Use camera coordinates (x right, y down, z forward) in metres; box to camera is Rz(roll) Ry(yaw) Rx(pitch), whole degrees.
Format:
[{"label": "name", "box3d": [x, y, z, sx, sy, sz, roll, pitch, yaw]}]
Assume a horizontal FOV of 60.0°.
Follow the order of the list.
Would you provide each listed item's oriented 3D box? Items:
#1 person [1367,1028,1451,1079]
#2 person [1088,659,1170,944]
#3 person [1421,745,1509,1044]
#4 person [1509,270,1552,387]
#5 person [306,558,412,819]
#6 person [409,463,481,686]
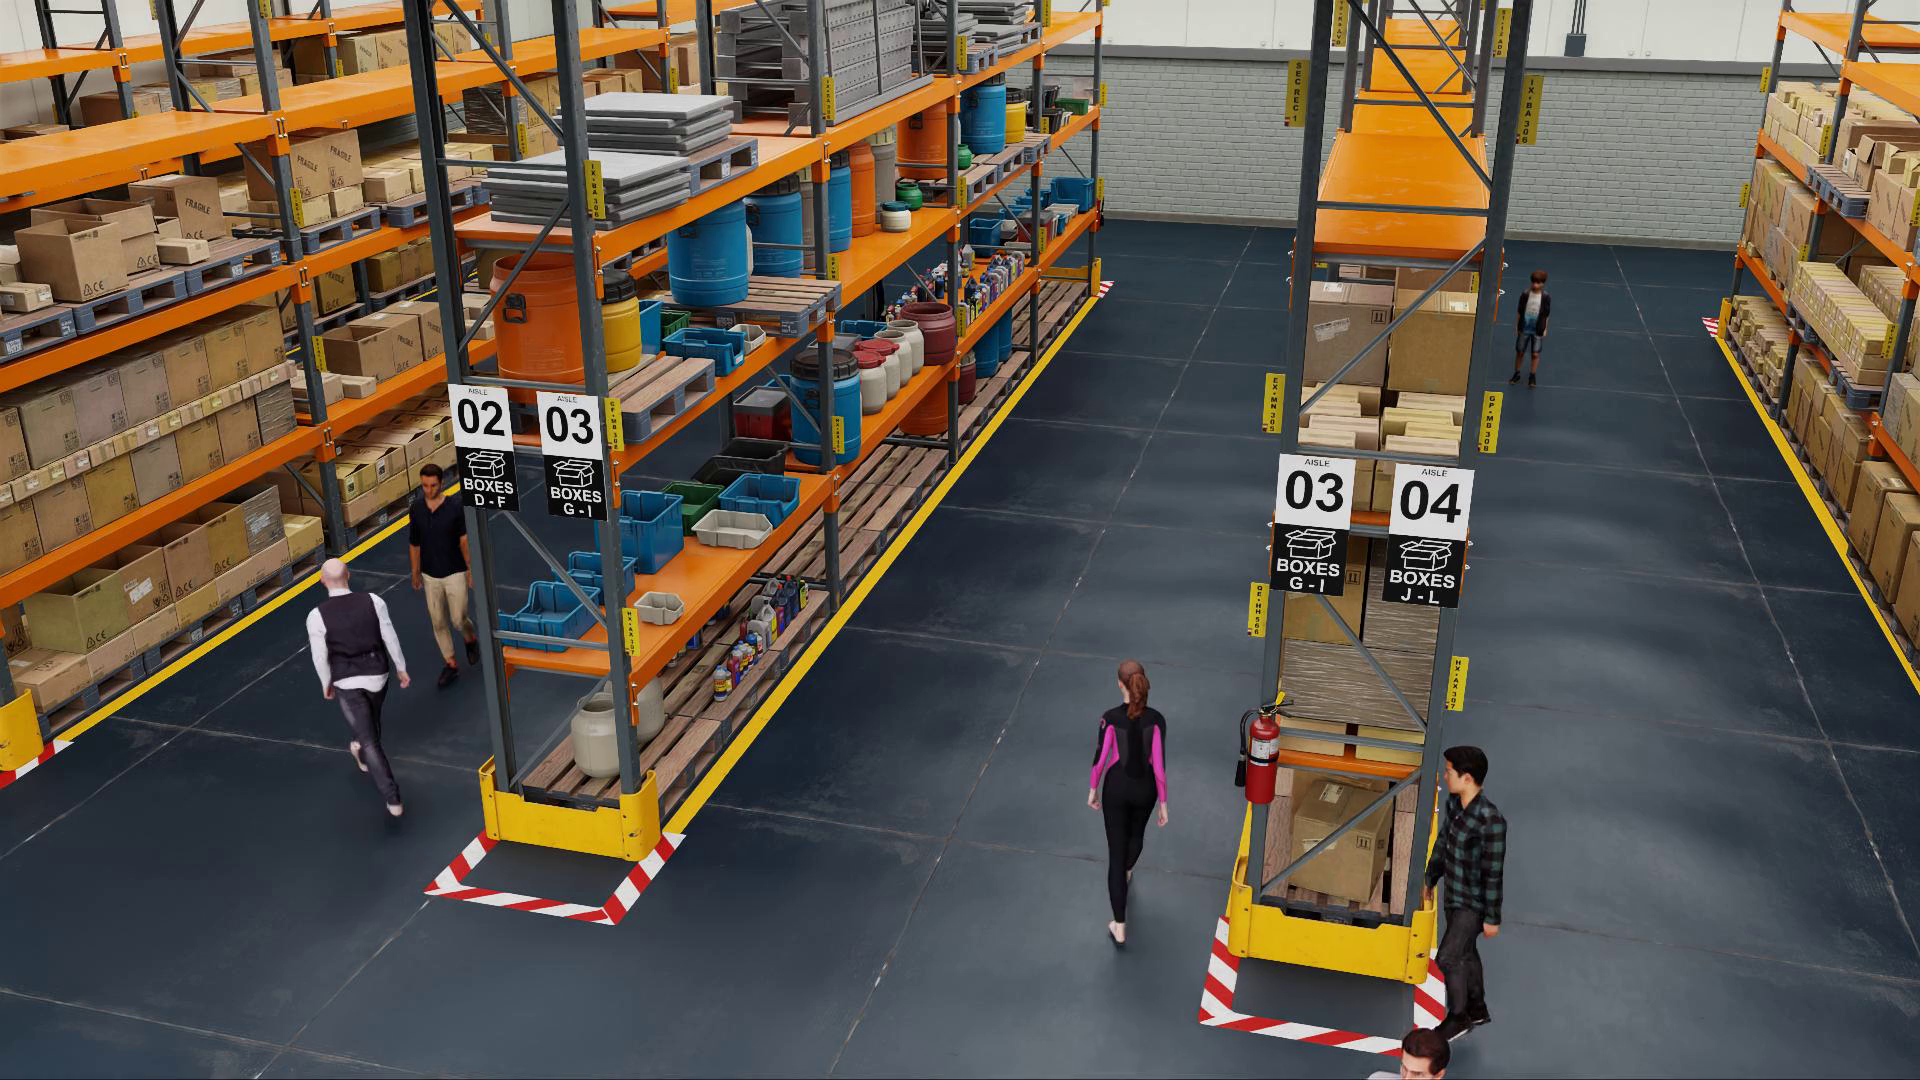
[{"label": "person", "box3d": [1.842, 2.787, 6.873, 0.756, 1.851, 0.716, 17, 28, 35]}, {"label": "person", "box3d": [1.033, 1.602, 9.978, 0.831, 1.694, 1.180, -1, 22, -2]}, {"label": "person", "box3d": [2.809, 1.888, 8.922, 0.862, 1.696, 0.776, -5, 23, -13]}, {"label": "person", "box3d": [7.113, -2.639, 20.675, 0.567, 1.446, 0.543, 10, 24, 22]}, {"label": "person", "box3d": [-4.022, 1.053, 11.250, 1.335, 1.749, 1.288, -15, 27, -33]}, {"label": "person", "box3d": [-4.034, 0.234, 13.135, 0.743, 1.836, 0.784, 2, 22, 6]}]
